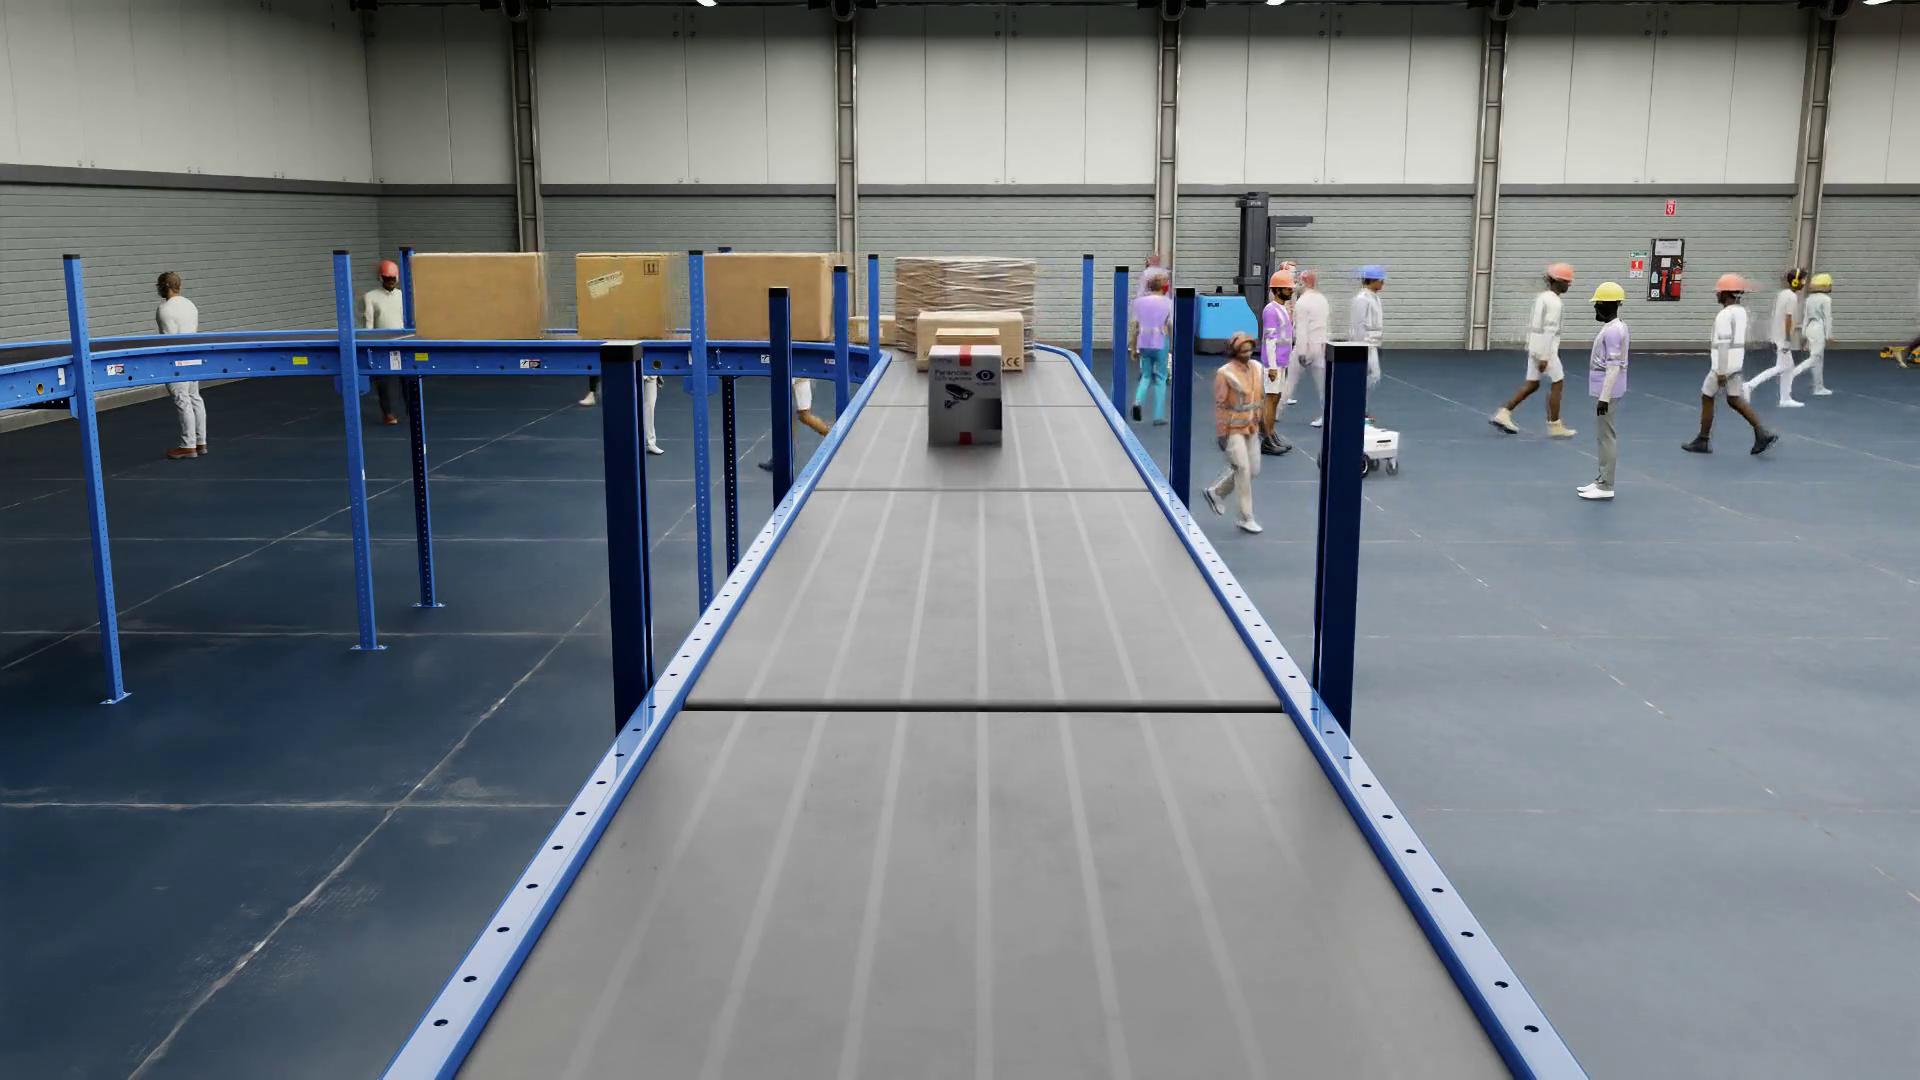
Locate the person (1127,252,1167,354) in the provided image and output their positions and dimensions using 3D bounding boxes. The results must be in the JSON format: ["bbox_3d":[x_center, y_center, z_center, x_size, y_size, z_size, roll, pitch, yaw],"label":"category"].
[{"bbox_3d":[3.430,-4.279,30.195,0.986,1.852,0.664,10,15,42],"label":"person"}]

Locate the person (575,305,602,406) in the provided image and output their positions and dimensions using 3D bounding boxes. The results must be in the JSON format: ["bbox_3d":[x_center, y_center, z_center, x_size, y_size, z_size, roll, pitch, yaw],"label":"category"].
[{"bbox_3d":[-4.927,-2.659,22.269,0.545,1.684,0.521,9,14,38],"label":"person"}]

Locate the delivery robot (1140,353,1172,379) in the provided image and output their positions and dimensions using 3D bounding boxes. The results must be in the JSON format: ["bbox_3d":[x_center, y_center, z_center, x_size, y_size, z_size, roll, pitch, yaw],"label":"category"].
[{"bbox_3d":[3.052,-2.678,25.186,0.477,0.478,0.707,-8,14,-35],"label":"delivery robot"}]

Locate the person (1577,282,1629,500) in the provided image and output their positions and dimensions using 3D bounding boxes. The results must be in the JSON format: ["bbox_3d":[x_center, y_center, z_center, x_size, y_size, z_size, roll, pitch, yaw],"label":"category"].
[{"bbox_3d":[5.758,-1.333,14.867,0.366,1.926,0.594,4,12,20],"label":"person"}]

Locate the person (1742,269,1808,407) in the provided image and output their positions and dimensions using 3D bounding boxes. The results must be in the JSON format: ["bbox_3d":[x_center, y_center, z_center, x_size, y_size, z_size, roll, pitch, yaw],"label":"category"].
[{"bbox_3d":[10.823,-2.675,22.034,0.770,1.835,0.574,2,11,11],"label":"person"}]

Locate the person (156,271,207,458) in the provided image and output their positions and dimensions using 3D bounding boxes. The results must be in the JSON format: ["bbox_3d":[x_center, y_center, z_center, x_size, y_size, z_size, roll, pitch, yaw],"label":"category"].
[{"bbox_3d":[-8.180,-1.839,17.437,0.362,1.938,0.631,0,11,2],"label":"person"}]

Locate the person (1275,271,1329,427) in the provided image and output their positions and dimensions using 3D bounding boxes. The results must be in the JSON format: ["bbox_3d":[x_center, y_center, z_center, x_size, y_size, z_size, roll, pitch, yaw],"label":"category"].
[{"bbox_3d":[4.121,-2.302,20.039,0.644,1.850,1.018,-10,15,-43],"label":"person"}]

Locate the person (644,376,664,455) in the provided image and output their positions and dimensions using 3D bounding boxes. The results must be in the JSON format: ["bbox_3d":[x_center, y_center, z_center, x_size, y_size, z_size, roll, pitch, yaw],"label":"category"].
[{"bbox_3d":[-3.352,-1.708,17.536,0.310,1.640,0.514,10,15,40],"label":"person"}]

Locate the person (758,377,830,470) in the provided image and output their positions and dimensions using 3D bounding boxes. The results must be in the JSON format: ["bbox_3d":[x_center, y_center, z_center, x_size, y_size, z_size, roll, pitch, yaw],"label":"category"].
[{"bbox_3d":[-1.558,-1.640,16.514,0.845,1.910,0.544,-4,12,-18],"label":"person"}]

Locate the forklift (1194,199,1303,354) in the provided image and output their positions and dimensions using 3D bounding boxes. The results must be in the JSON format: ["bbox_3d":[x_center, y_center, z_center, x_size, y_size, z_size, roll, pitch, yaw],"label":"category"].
[{"bbox_3d":[5.313,-4.851,30.603,1.873,2.768,1.129,0,11,1],"label":"forklift"}]

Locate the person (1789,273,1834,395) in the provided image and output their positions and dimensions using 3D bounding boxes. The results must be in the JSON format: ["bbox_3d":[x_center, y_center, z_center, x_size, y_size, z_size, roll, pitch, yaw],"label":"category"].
[{"bbox_3d":[12.032,-2.908,23.490,0.752,1.718,0.484,0,11,-3],"label":"person"}]

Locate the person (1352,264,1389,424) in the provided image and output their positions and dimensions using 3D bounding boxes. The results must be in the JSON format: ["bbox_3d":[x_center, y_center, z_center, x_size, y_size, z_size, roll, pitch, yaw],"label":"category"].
[{"bbox_3d":[4.973,-2.372,20.210,0.430,1.932,0.612,5,12,25],"label":"person"}]

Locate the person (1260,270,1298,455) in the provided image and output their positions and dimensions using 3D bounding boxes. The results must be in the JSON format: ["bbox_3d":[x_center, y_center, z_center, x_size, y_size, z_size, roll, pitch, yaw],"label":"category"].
[{"bbox_3d":[3.394,-1.894,17.726,0.359,1.939,0.542,5,12,22],"label":"person"}]

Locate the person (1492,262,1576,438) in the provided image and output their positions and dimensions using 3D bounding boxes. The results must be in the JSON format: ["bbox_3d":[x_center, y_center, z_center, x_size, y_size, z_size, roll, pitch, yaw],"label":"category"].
[{"bbox_3d":[6.591,-2.162,18.989,0.895,2.004,0.623,0,11,0],"label":"person"}]

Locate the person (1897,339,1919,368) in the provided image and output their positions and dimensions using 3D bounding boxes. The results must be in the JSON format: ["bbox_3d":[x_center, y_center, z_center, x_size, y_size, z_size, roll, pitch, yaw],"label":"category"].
[{"bbox_3d":[15.993,-3.769,27.377,0.818,1.935,0.662,3,11,17],"label":"person"}]

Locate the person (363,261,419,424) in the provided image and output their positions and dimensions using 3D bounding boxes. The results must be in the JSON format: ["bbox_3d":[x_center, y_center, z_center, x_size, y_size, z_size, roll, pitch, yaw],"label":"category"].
[{"bbox_3d":[-6.817,-2.347,19.975,0.630,1.957,0.891,-7,13,-33],"label":"person"}]

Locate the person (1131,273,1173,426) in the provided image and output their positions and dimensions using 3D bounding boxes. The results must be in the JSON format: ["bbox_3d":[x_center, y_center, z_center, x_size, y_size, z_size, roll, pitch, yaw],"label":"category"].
[{"bbox_3d":[2.317,-2.282,20.014,0.616,1.822,0.511,7,13,31],"label":"person"}]

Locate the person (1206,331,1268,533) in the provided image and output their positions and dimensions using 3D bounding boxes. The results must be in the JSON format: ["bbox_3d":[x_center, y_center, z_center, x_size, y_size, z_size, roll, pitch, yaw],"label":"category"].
[{"bbox_3d":[2.199,-0.885,13.362,0.580,1.612,0.562,-9,14,-38],"label":"person"}]

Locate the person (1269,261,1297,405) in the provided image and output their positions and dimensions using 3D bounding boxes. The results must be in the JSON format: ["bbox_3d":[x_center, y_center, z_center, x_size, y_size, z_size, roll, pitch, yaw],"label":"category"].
[{"bbox_3d":[4.381,-2.803,22.492,0.402,1.904,0.639,0,11,0],"label":"person"}]

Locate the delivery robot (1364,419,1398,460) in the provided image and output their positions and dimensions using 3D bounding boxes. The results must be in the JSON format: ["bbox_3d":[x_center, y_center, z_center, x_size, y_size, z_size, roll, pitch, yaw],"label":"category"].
[{"bbox_3d":[3.946,-0.948,16.294,0.707,0.478,0.477,-6,13,-29],"label":"delivery robot"}]

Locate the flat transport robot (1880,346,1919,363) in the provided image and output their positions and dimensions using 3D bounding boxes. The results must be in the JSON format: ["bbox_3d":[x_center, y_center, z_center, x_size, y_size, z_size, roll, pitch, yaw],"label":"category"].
[{"bbox_3d":[16.776,-3.238,29.036,0.652,0.197,1.431,0,11,1],"label":"flat transport robot"}]

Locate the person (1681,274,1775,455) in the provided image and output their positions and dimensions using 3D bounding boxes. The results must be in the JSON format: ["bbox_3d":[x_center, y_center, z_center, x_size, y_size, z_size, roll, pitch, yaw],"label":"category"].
[{"bbox_3d":[8.190,-1.853,17.604,0.552,1.912,0.876,-9,14,-40],"label":"person"}]
